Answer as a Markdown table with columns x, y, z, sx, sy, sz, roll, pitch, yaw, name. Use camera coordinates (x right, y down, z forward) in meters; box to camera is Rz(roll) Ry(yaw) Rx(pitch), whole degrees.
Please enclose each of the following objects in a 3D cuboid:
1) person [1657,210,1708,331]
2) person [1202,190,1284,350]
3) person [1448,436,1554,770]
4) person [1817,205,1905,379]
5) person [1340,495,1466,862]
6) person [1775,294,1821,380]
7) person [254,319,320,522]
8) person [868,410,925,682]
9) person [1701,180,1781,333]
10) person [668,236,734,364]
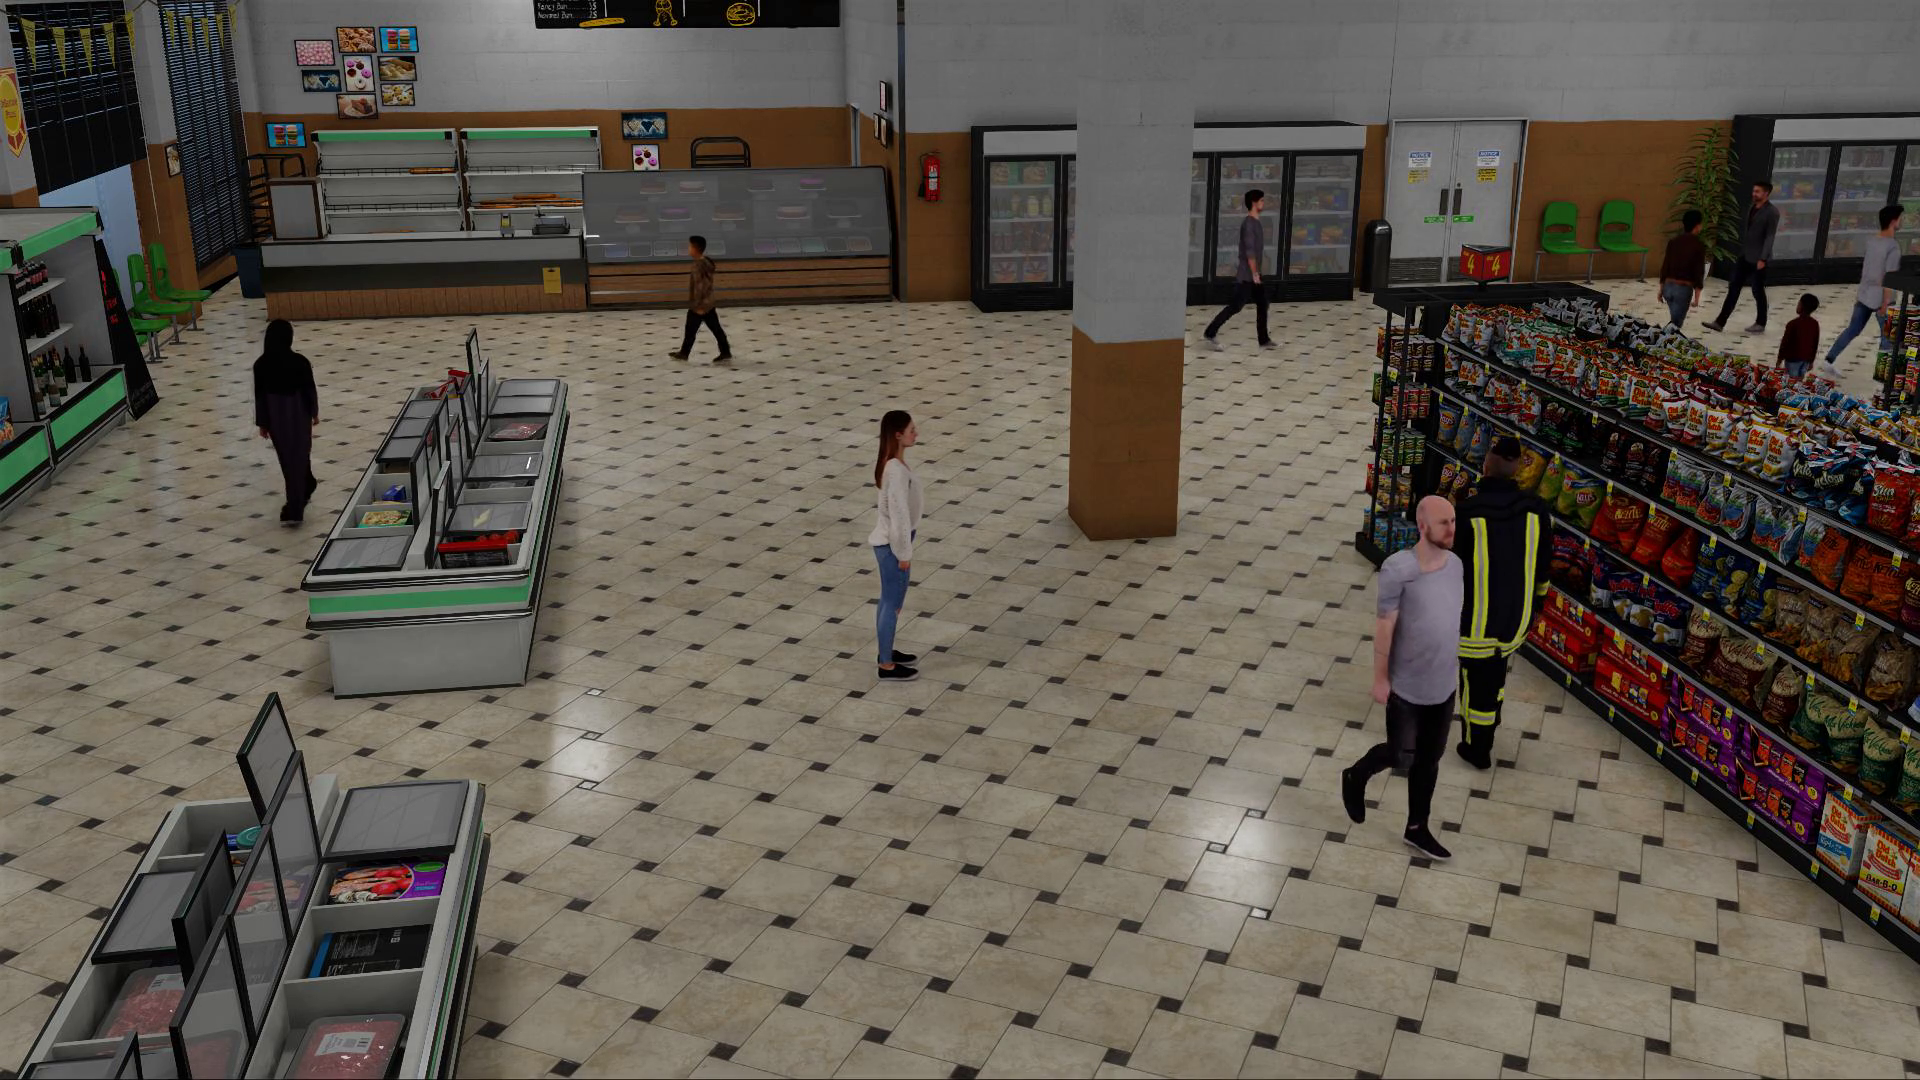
| x | y | z | sx | sy | sz | roll | pitch | yaw | name |
| --- | --- | --- | --- | --- | --- | --- | --- | --- | --- |
| 7.744 | -2.662 | 18.058 | 1.033 | 1.742 | 1.176 | -13 | 23 | -34 | person |
| 3.238 | -3.084 | 19.180 | 1.076 | 1.824 | 1.196 | 6 | 19 | 16 | person |
| 2.881 | 0.365 | 8.918 | 0.762 | 1.845 | 0.788 | -3 | 19 | -9 | person |
| 9.637 | -2.588 | 17.662 | 0.761 | 1.853 | 1.105 | -4 | 19 | -13 | person |
| 2.172 | 0.646 | 8.112 | 0.844 | 1.827 | 0.970 | -10 | 21 | -28 | person |
| 8.172 | -1.755 | 16.138 | 0.520 | 1.248 | 0.526 | -5 | 19 | -15 | person |
| -5.313 | -0.919 | 13.119 | 0.686 | 1.594 | 1.183 | -2 | 19 | -5 | person |
| -0.405 | 0.029 | 10.154 | 0.672 | 1.692 | 0.496 | -2 | 19 | -7 | person |
| 9.654 | -3.401 | 20.091 | 0.832 | 1.842 | 0.985 | -5 | 19 | -14 | person |
| -2.793 | -2.640 | 18.489 | 0.928 | 1.424 | 0.991 | 6 | 20 | 17 | person |
